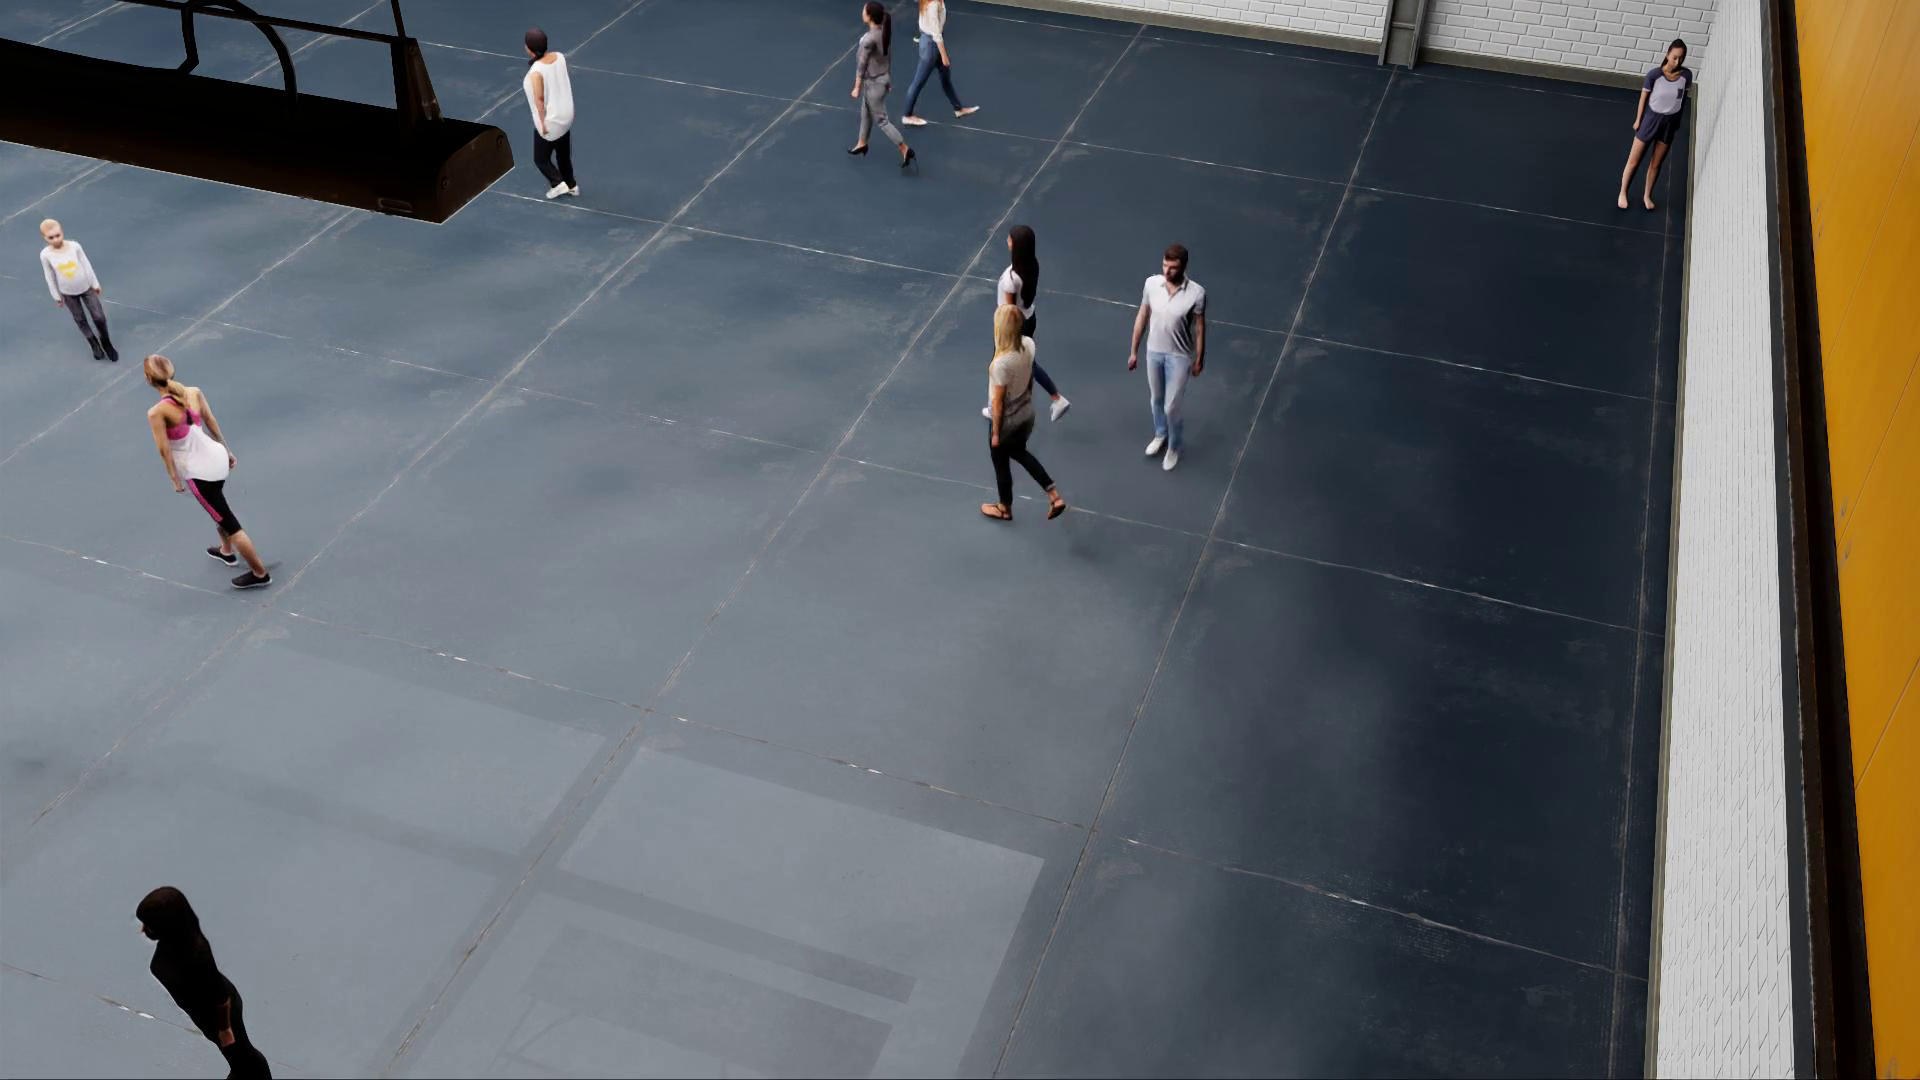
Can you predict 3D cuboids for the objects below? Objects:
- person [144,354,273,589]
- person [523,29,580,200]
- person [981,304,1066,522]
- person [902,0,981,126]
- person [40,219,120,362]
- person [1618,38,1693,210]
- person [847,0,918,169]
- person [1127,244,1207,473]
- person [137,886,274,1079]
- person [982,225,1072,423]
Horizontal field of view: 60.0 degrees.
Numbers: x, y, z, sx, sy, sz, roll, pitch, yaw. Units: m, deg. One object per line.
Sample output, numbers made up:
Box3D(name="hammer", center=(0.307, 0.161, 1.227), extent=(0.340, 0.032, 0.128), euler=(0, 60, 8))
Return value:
Box3D(name="person", center=(-5.055, -0.426, 11.272), extent=(0.829, 1.741, 0.594), euler=(11, 40, 13))
Box3D(name="person", center=(-3.850, -4.032, 15.840), extent=(0.653, 1.677, 0.680), euler=(18, 42, 21))
Box3D(name="person", center=(0.454, -0.814, 11.706), extent=(0.978, 1.807, 0.770), euler=(24, 44, 27))
Box3D(name="person", center=(-0.391, -5.060, 17.116), extent=(1.130, 1.691, 0.845), euler=(-1, 39, -1))
Box3D(name="person", center=(-7.307, -2.095, 13.739), extent=(0.636, 1.270, 0.693), euler=(-19, 42, -22))
Box3D(name="person", center=(6.588, -3.929, 15.734), extent=(0.572, 1.649, 0.716), euler=(-1, 39, -1))
Box3D(name="person", center=(-0.768, -4.434, 16.369), extent=(1.068, 1.644, 0.640), euler=(15, 41, 18))
Box3D(name="person", center=(1.609, -1.429, 12.454), extent=(0.681, 1.834, 0.798), euler=(22, 44, 26))
Box3D(name="person", center=(-3.617, 2.230, 8.027), extent=(0.521, 1.642, 0.676), euler=(24, 45, 27))
Box3D(name="person", center=(0.528, -1.599, 12.727), extent=(0.991, 1.759, 0.682), euler=(17, 42, 21))
